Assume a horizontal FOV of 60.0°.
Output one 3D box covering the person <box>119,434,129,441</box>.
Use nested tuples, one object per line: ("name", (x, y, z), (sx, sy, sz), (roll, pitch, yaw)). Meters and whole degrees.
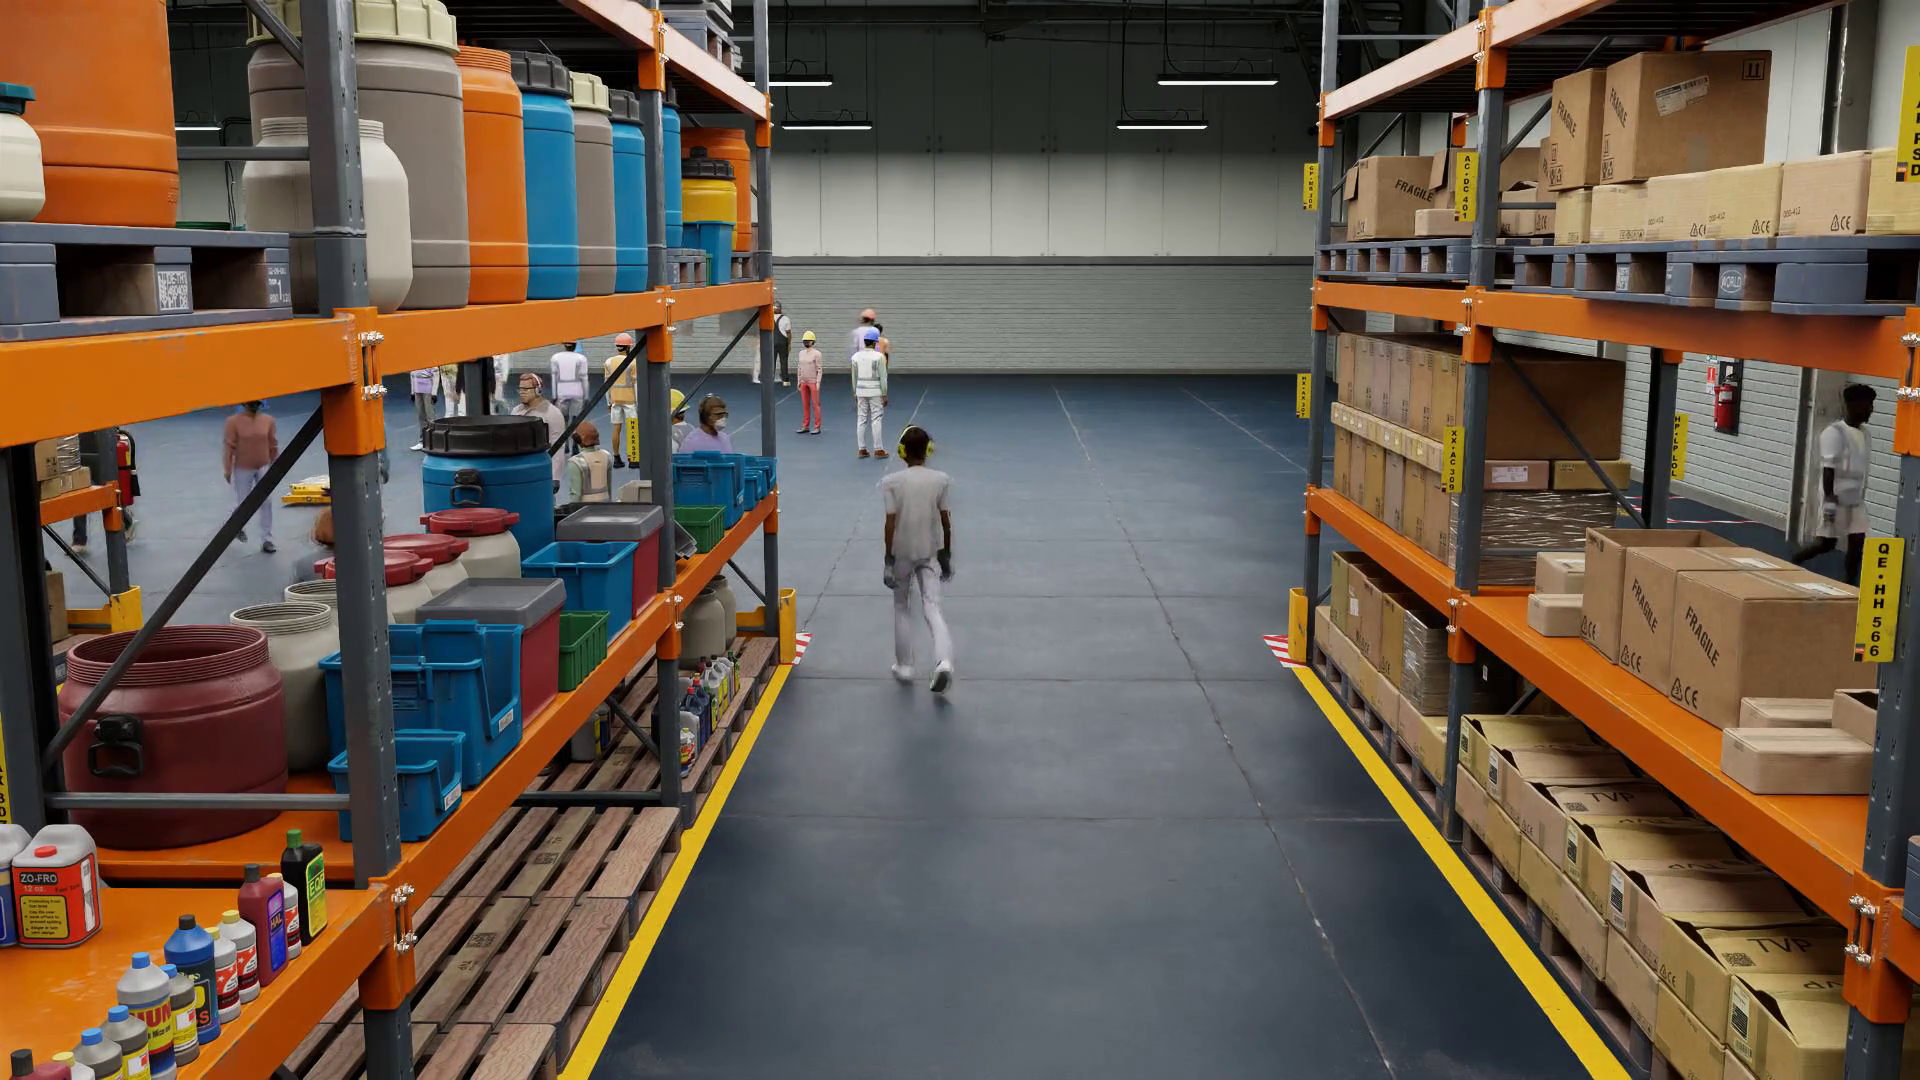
("person", (-14.195, -2.595, 27.761), (0.862, 1.860, 0.394), (5, 11, 29))

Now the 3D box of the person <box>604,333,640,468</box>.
("person", (-4.839, -2.012, 24.008), (0.550, 1.935, 0.376), (3, 10, 17))

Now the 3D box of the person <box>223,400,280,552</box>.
("person", (-7.268, -0.752, 17.029), (0.559, 1.738, 0.592), (-9, 13, -44))

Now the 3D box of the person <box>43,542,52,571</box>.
("person", (-7.548, -0.073, 13.231), (0.822, 1.669, 0.535), (-5, 11, -27))

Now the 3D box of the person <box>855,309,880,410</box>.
("person", (-1.863, -3.604, 33.264), (0.609, 2.031, 0.576), (6, 11, 34))

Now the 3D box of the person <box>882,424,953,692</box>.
("person", (-0.280, 0.118, 11.555), (0.524, 1.844, 0.877), (-3, 10, -18))

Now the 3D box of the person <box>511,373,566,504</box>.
("person", (-4.045, -0.624, 15.786), (0.641, 1.908, 0.407), (5, 11, 27))

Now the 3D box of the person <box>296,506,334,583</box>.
("person", (-3.512, 0.595, 9.370), (0.508, 1.607, 0.695), (1, 10, 8))

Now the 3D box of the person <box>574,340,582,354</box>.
("person", (-8.970, -4.339, 38.665), (0.321, 1.696, 0.536), (2, 10, 12))

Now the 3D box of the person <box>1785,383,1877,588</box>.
("person", (7.504, -0.389, 14.280), (0.619, 1.941, 0.785), (-5, 10, -25))

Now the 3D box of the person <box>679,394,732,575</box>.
("person", (-1.962, -0.179, 13.026), (0.351, 1.936, 0.634), (3, 10, 19))

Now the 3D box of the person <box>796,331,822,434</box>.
("person", (-2.606, -2.725, 28.778), (0.525, 1.772, 0.306), (7, 12, 36))

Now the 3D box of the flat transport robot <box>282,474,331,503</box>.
("flat transport robot", (-7.987, -0.663, 21.035), (0.652, 0.197, 1.431), (0, 9, -2))

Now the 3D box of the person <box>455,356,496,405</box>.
("person", (-7.615, -2.356, 26.112), (1.036, 1.938, 0.635), (9, 13, 42))

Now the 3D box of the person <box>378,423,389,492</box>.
("person", (-6.169, -0.740, 17.374), (0.523, 1.611, 0.719), (1, 10, 7))

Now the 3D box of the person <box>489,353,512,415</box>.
("person", (-8.330, -2.917, 29.761), (0.605, 1.822, 0.500), (4, 10, 22))

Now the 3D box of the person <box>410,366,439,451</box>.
("person", (-8.415, -2.349, 26.076), (0.623, 1.922, 0.388), (7, 12, 34))

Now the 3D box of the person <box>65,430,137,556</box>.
("person", (-8.889, -0.788, 17.061), (0.512, 1.820, 0.876), (2, 10, 11))

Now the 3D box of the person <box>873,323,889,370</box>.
("person", (-1.737, -3.704, 34.889), (0.549, 1.680, 0.407), (-3, 10, -20))

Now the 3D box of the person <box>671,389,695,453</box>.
("person", (-2.538, -0.424, 14.796), (0.404, 1.837, 0.590), (1, 10, 9))

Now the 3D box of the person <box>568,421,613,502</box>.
("person", (-3.097, -0.187, 13.967), (0.311, 1.639, 0.512), (5, 11, 27))

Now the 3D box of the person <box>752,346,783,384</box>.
("person", (-4.719, -4.609, 40.597), (0.840, 1.587, 0.505), (4, 10, 20))

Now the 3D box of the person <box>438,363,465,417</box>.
("person", (-9.301, -3.034, 30.423), (0.634, 1.839, 0.429), (5, 11, 25))

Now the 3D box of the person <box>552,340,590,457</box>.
("person", (-5.923, -2.230, 25.357), (0.564, 1.918, 0.405), (0, 9, -1))

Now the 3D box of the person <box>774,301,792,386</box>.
("person", (-4.374, -4.716, 40.022), (0.696, 2.000, 0.535), (1, 10, 7))

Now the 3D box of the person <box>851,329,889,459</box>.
("person", (-1.353, -2.212, 25.186), (0.603, 1.944, 0.391), (5, 11, 27))
